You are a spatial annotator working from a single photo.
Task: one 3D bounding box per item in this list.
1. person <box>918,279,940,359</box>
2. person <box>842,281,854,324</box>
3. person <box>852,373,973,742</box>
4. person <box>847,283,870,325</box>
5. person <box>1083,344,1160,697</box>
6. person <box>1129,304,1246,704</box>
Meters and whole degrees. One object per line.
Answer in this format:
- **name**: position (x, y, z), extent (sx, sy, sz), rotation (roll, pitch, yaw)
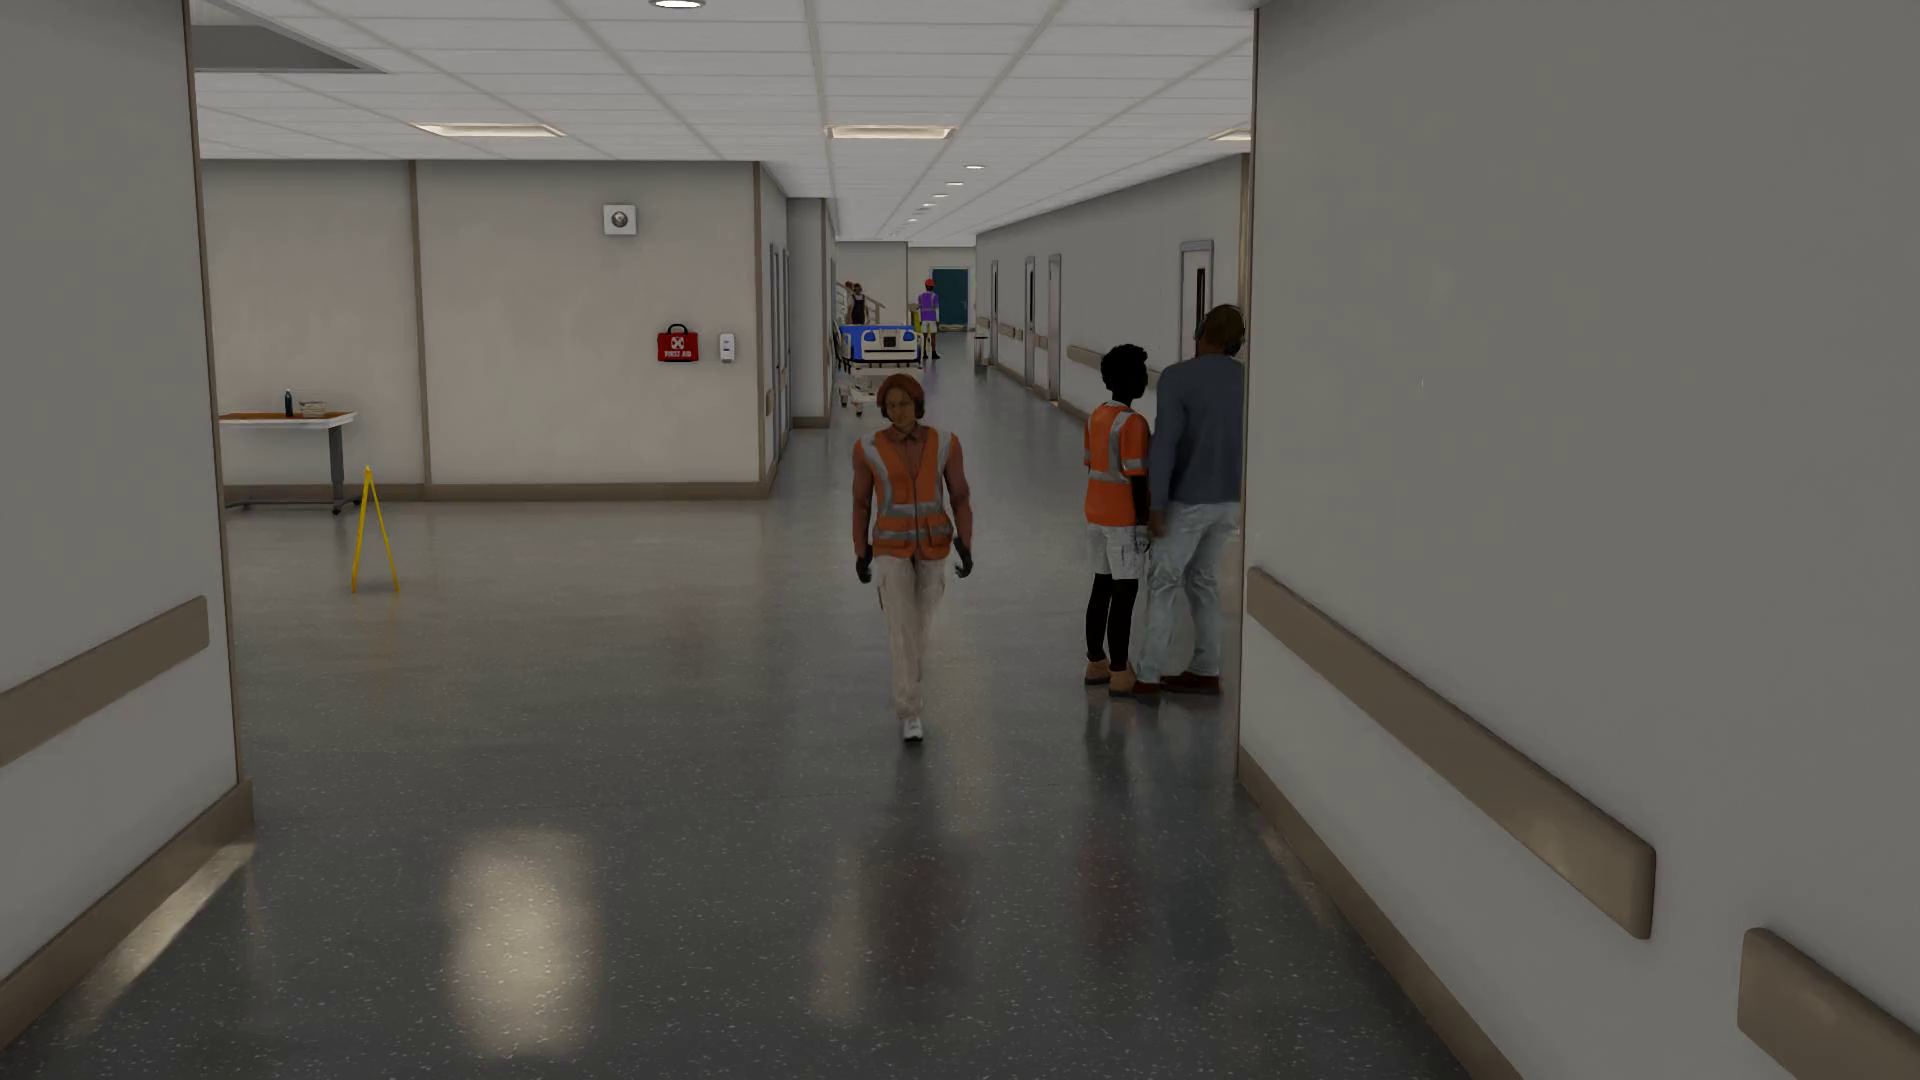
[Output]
- **person**: position (-0.742, -5.354, 40.291), extent (0.542, 1.939, 0.359), rotation (4, 10, 23)
- **person**: position (-3.265, -6.577, 48.227), extent (0.471, 1.861, 0.626), rotation (3, 10, 19)
- **person**: position (-0.214, 0.053, 7.433), extent (0.516, 1.589, 0.876), rotation (-2, 9, -14)
- **person**: position (-2.600, -5.703, 42.856), extent (0.618, 1.817, 0.419), rotation (-5, 10, -27)
- **person**: position (0.778, -0.096, 8.034), extent (0.315, 1.695, 0.541), rotation (-3, 10, -20)
- **person**: position (1.151, -0.165, 7.906), extent (0.690, 1.886, 0.409), rotation (-6, 11, -33)
